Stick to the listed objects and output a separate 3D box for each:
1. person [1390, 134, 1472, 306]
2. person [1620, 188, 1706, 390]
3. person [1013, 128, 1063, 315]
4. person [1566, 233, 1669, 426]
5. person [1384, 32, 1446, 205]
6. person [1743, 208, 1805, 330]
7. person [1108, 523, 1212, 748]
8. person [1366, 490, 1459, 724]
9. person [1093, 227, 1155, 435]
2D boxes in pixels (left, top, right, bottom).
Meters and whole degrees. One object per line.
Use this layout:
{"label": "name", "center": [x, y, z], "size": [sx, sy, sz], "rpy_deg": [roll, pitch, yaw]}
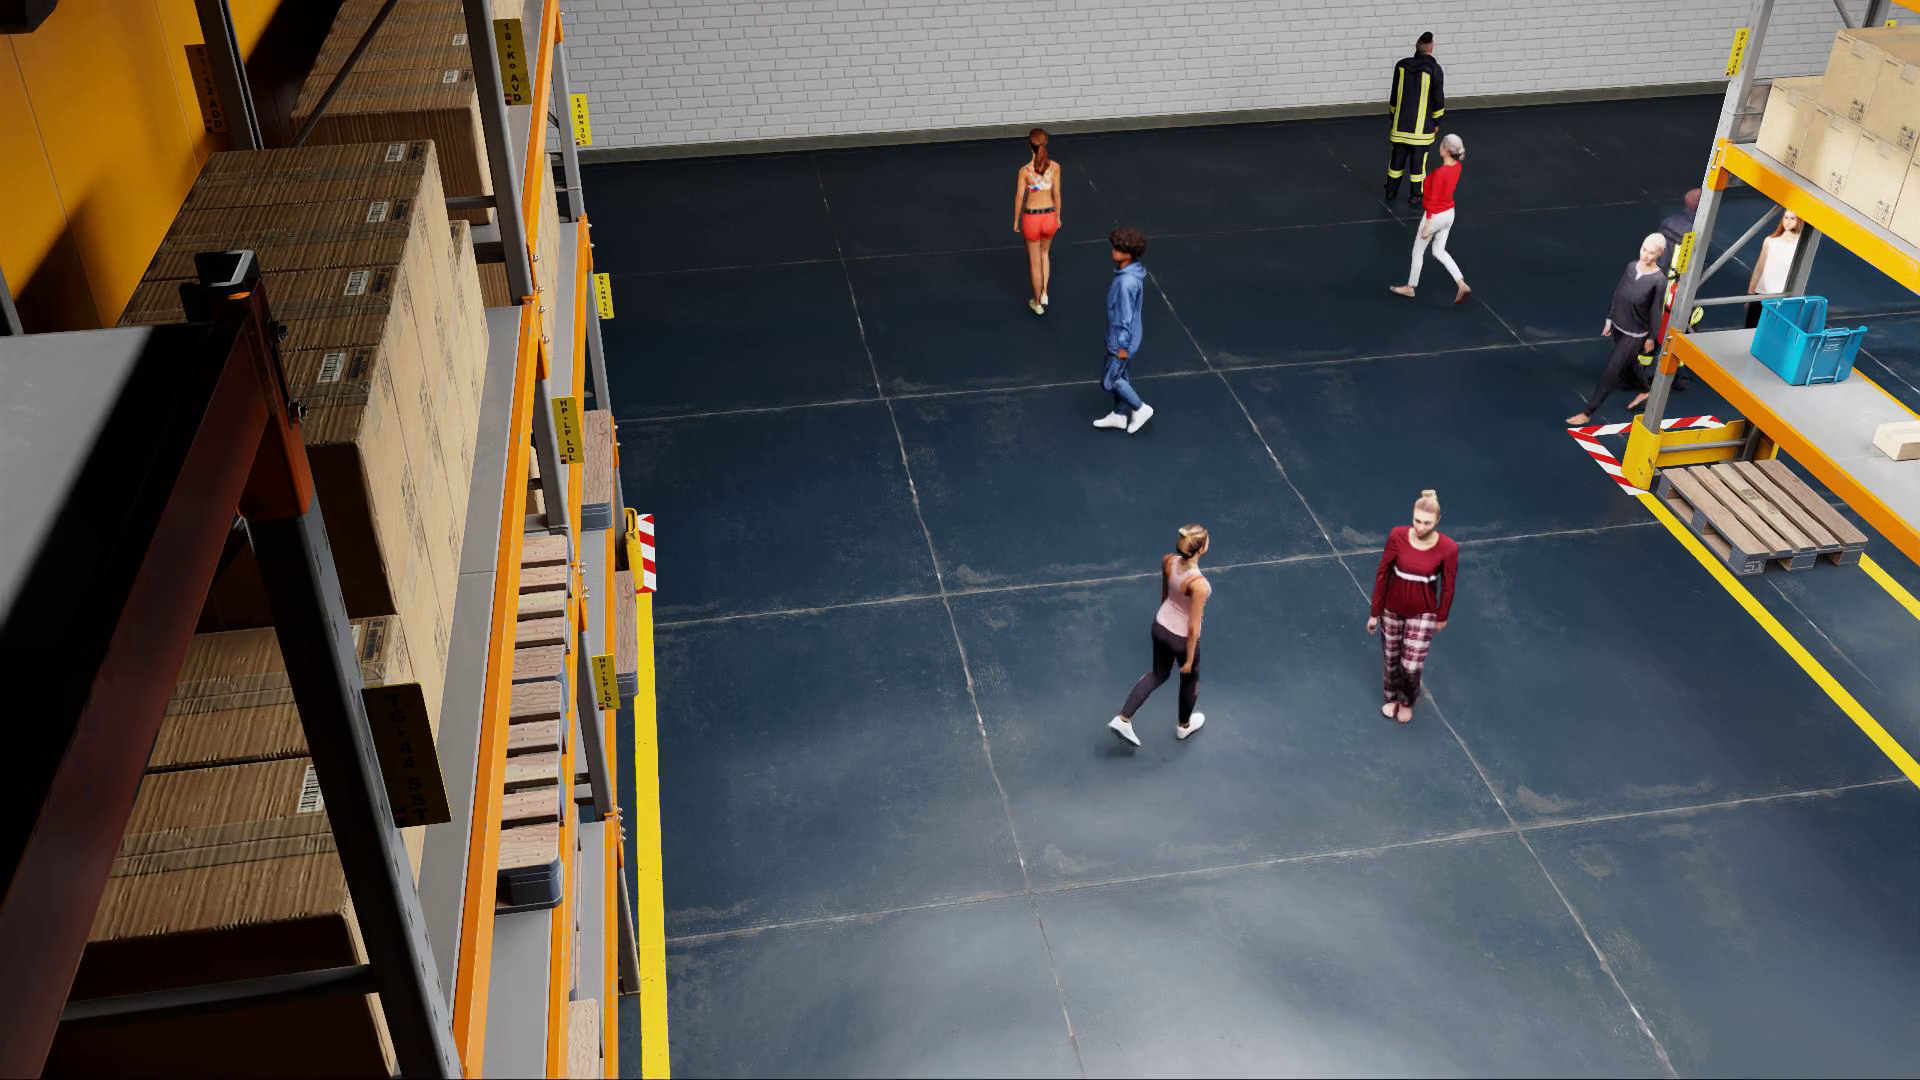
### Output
{"label": "person", "center": [4.548, -2.972, 15.617], "size": [0.920, 1.669, 1.095], "rpy_deg": [-28, 43, -35]}
{"label": "person", "center": [5.979, -2.108, 14.200], "size": [0.824, 1.798, 0.797], "rpy_deg": [-6, 34, -9]}
{"label": "person", "center": [0.758, -2.905, 15.411], "size": [0.634, 1.785, 0.617], "rpy_deg": [-9, 35, -14]}
{"label": "person", "center": [5.628, -1.755, 13.778], "size": [0.837, 1.678, 1.129], "rpy_deg": [-12, 35, -17]}
{"label": "person", "center": [4.866, -4.535, 17.796], "size": [0.869, 1.860, 0.933], "rpy_deg": [22, 40, 30]}
{"label": "person", "center": [6.976, -2.077, 14.212], "size": [0.862, 1.735, 0.915], "rpy_deg": [23, 40, 31]}
{"label": "person", "center": [1.269, 0.617, 10.255], "size": [0.878, 1.629, 0.958], "rpy_deg": [-18, 38, -25]}
{"label": "person", "center": [2.860, 0.401, 10.525], "size": [0.764, 1.689, 0.814], "rpy_deg": [16, 37, 23]}
{"label": "person", "center": [1.404, -1.678, 13.551], "size": [0.843, 1.802, 0.760], "rpy_deg": [3, 34, 4]}
